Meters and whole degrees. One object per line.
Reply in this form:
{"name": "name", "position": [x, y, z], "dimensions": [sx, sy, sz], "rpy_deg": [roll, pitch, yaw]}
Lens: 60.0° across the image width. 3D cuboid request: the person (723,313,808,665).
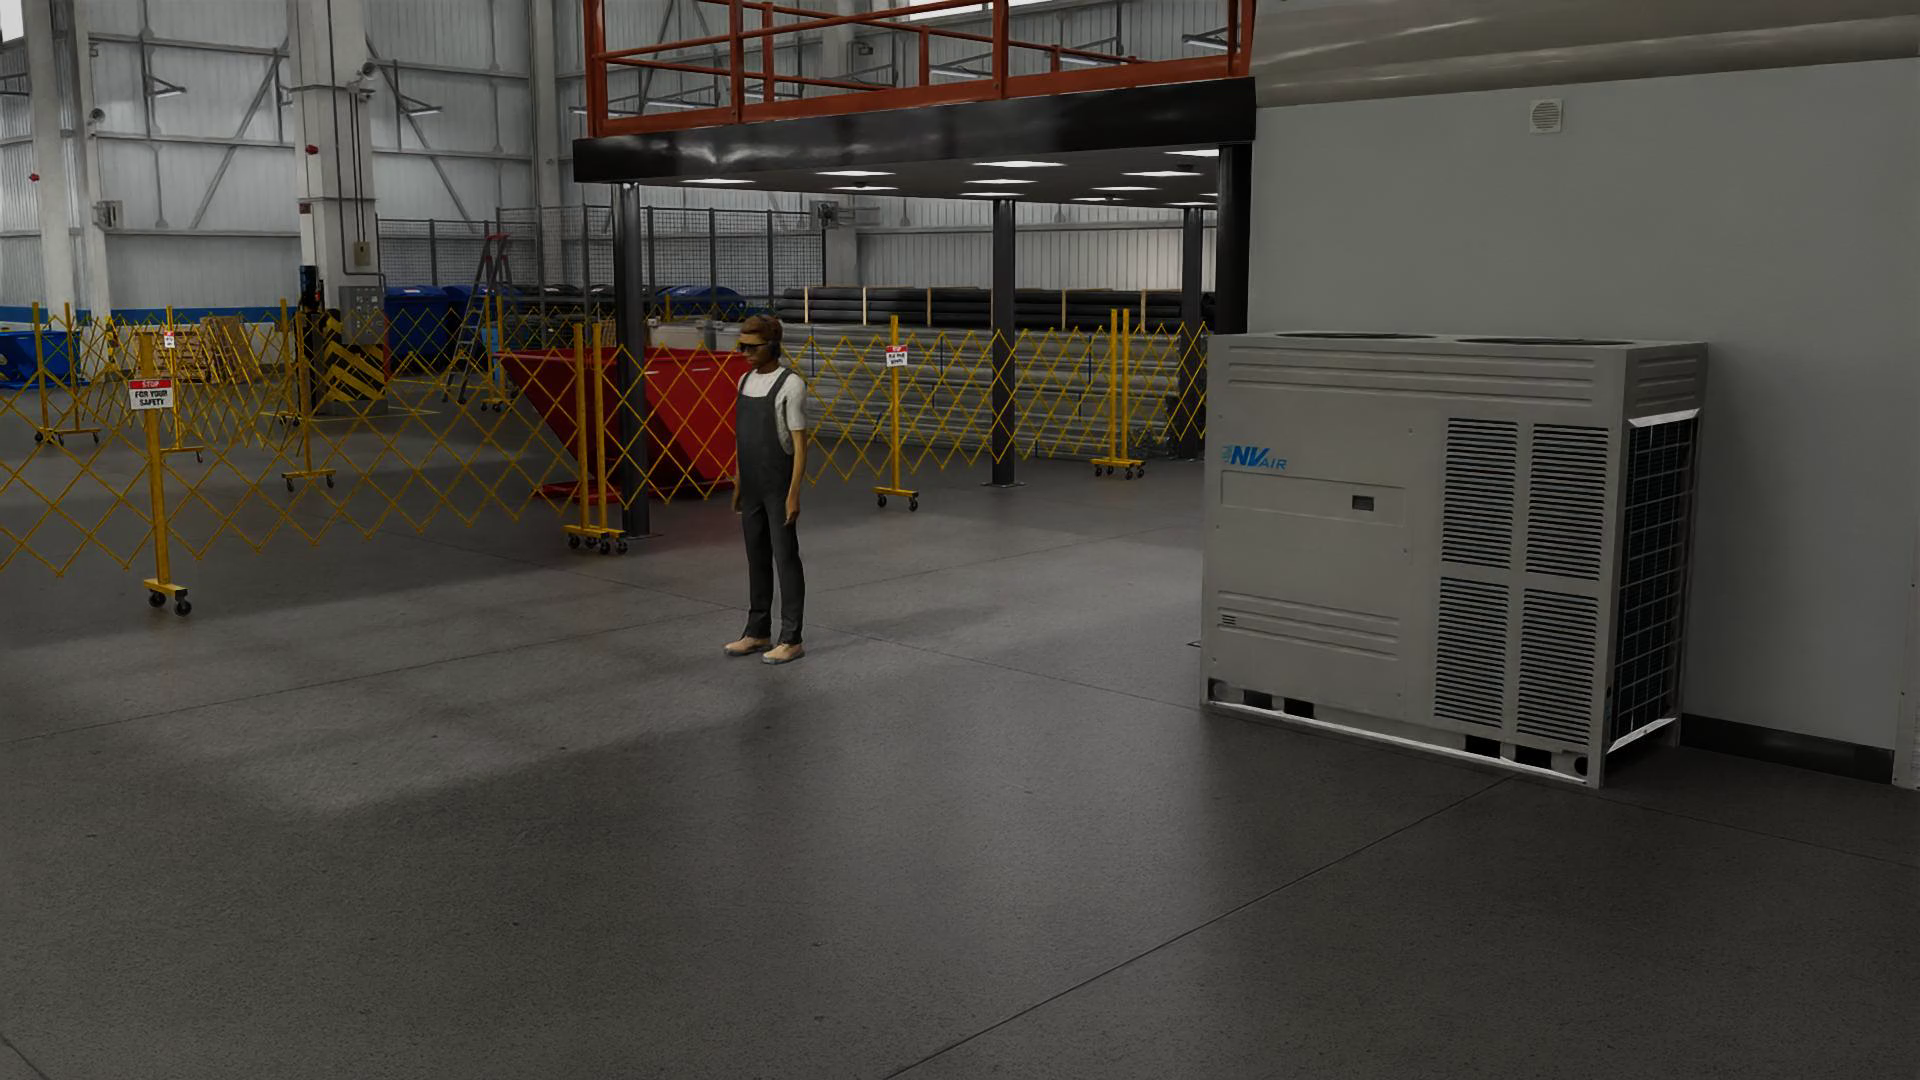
{"name": "person", "position": [-1.016, -0.267, 8.768], "dimensions": [0.506, 1.841, 0.346], "rpy_deg": [8, 12, 40]}
